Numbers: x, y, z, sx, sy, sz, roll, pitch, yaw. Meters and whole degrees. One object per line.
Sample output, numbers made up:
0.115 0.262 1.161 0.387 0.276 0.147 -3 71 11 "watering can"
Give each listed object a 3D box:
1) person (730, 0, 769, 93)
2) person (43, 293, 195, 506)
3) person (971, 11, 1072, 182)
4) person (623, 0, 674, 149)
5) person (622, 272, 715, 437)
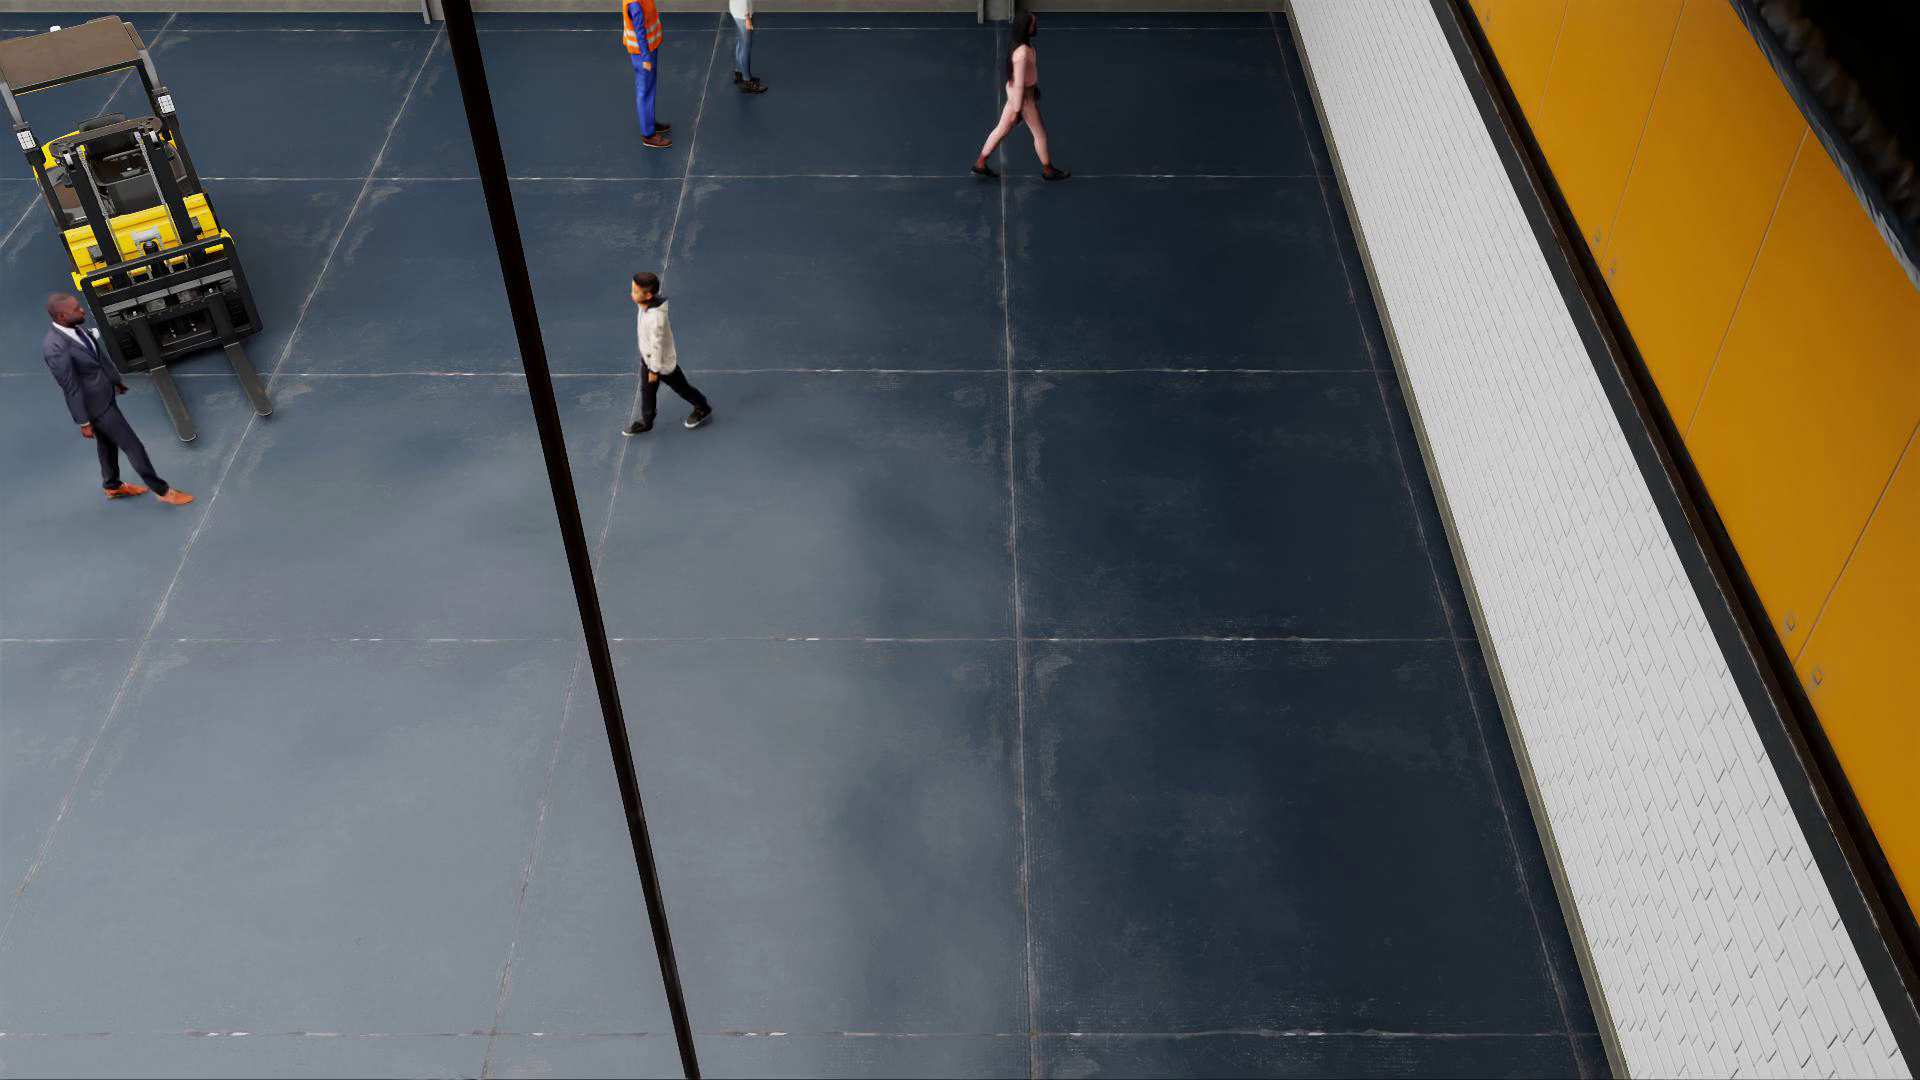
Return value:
-2.168 -5.244 16.463 0.621 1.646 0.632 -10 45 -11 "person"
-6.246 -0.970 11.863 0.953 1.803 0.791 -5 44 -5 "person"
0.462 -3.985 15.122 1.164 1.674 0.673 -2 44 -2 "person"
-2.973 -4.621 15.653 0.639 1.862 0.717 -6 44 -6 "person"
-2.204 -1.403 12.585 1.045 1.433 0.887 -22 48 -21 "person"
